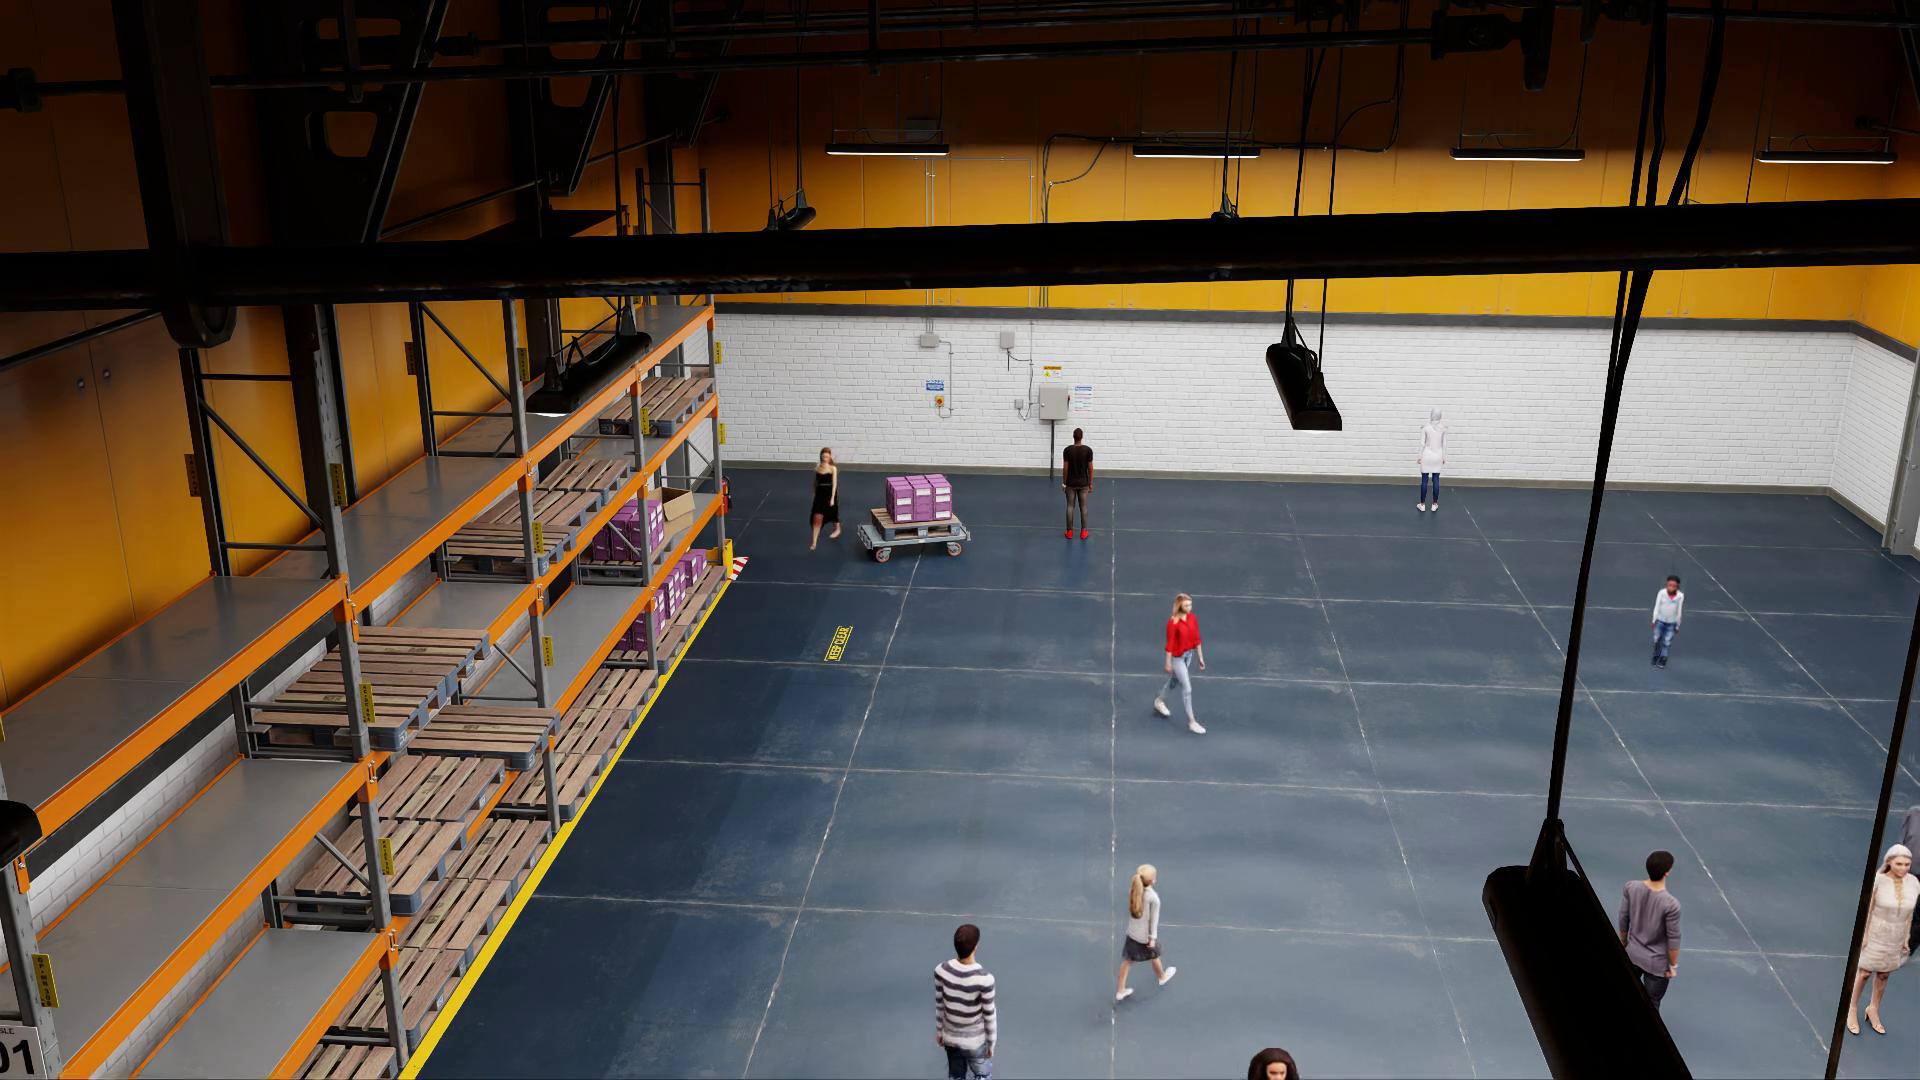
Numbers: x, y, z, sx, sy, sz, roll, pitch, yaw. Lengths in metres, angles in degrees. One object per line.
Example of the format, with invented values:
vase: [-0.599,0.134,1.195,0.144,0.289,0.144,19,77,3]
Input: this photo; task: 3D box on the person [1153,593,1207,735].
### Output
person: [2.581,1.415,19.799,1.106,1.660,1.148,-15,24,-38]

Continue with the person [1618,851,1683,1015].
person: [5.633,3.389,13.635,0.797,1.853,0.721,-13,23,-35]

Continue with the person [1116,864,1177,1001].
person: [1.540,3.434,14.459,0.937,1.241,0.844,-17,25,-41]

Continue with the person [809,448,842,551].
person: [-2.061,-0.675,26.124,0.764,1.584,1.108,7,20,20]

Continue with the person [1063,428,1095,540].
person: [1.868,-0.907,26.465,0.640,1.806,0.531,1,19,2]

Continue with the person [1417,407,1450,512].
person: [7.905,-1.363,27.868,0.612,1.775,0.514,2,19,5]

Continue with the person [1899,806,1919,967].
person: [8.721,2.986,15.000,0.988,1.746,0.959,-13,23,-34]

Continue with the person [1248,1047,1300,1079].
person: [2.137,4.205,11.600,0.625,1.605,0.703,-1,19,-3]

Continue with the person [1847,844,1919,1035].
person: [7.740,3.341,13.960,0.607,1.736,0.559,0,19,0]

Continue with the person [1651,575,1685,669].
person: [9.184,1.029,21.579,0.578,1.255,0.612,10,21,28]

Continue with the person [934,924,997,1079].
person: [-0.002,3.779,12.503,0.815,1.836,0.998,8,20,21]
